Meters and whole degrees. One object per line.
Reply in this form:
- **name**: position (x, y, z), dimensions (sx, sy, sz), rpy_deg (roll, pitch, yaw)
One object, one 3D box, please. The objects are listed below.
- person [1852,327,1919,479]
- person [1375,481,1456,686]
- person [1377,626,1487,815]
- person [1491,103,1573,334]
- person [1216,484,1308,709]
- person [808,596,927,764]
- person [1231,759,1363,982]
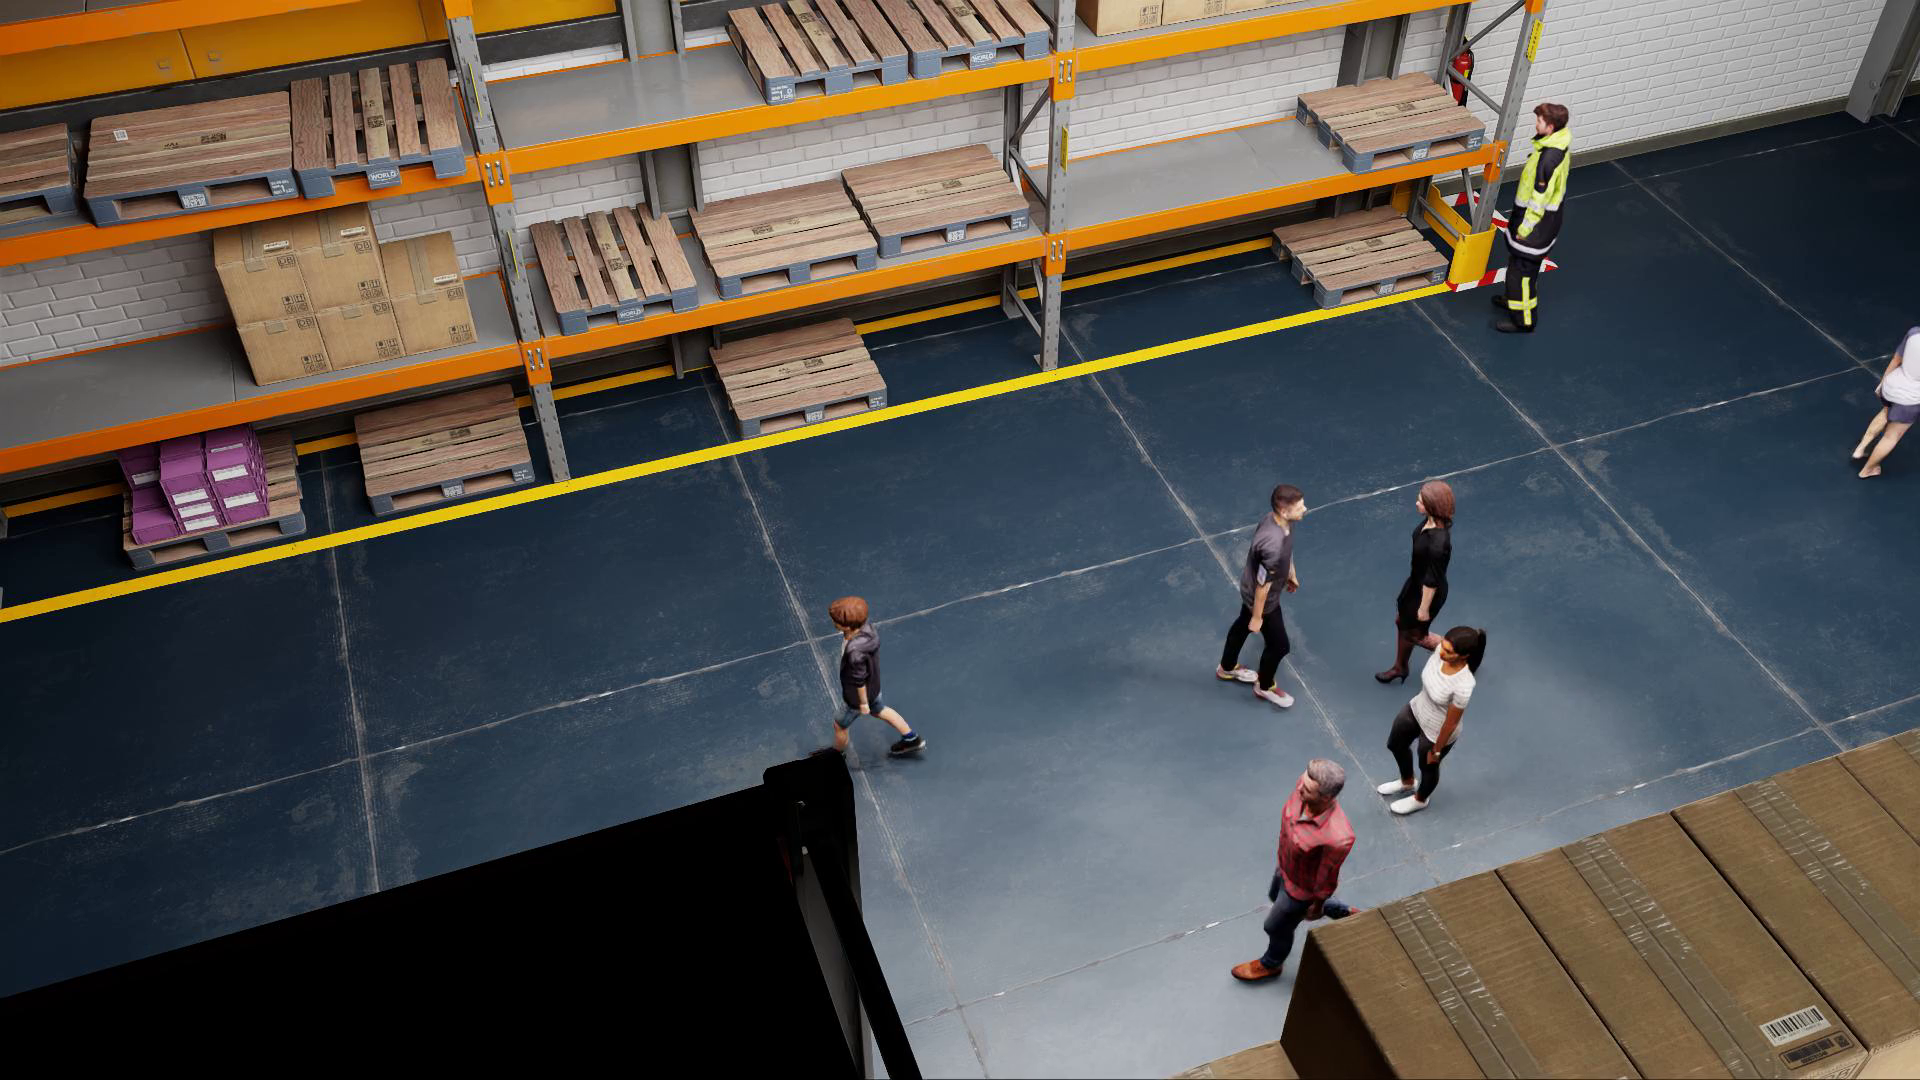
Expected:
- **person**: position (6.870, -1.065, 12.149), dimensions (0.548, 1.548, 0.552), rpy_deg (-15, 46, -16)
- **person**: position (3.045, 0.335, 10.582), dimensions (0.984, 1.683, 0.874), rpy_deg (4, 44, 5)
- **person**: position (2.881, 1.066, 9.851), dimensions (0.613, 1.633, 0.632), rpy_deg (-7, 44, -8)
- **person**: position (4.669, -2.608, 13.464), dimensions (0.960, 1.970, 0.914), rpy_deg (15, 46, 15)
- **person**: position (1.843, 0.327, 10.547), dimensions (0.945, 1.743, 0.877), rpy_deg (12, 45, 12)
- **person**: position (-0.543, 0.893, 10.191), dimensions (1.039, 1.415, 0.782), rpy_deg (3, 44, 3)
- **person**: position (1.935, 1.792, 8.962), dimensions (1.056, 1.808, 0.811), rpy_deg (-7, 44, -7)
